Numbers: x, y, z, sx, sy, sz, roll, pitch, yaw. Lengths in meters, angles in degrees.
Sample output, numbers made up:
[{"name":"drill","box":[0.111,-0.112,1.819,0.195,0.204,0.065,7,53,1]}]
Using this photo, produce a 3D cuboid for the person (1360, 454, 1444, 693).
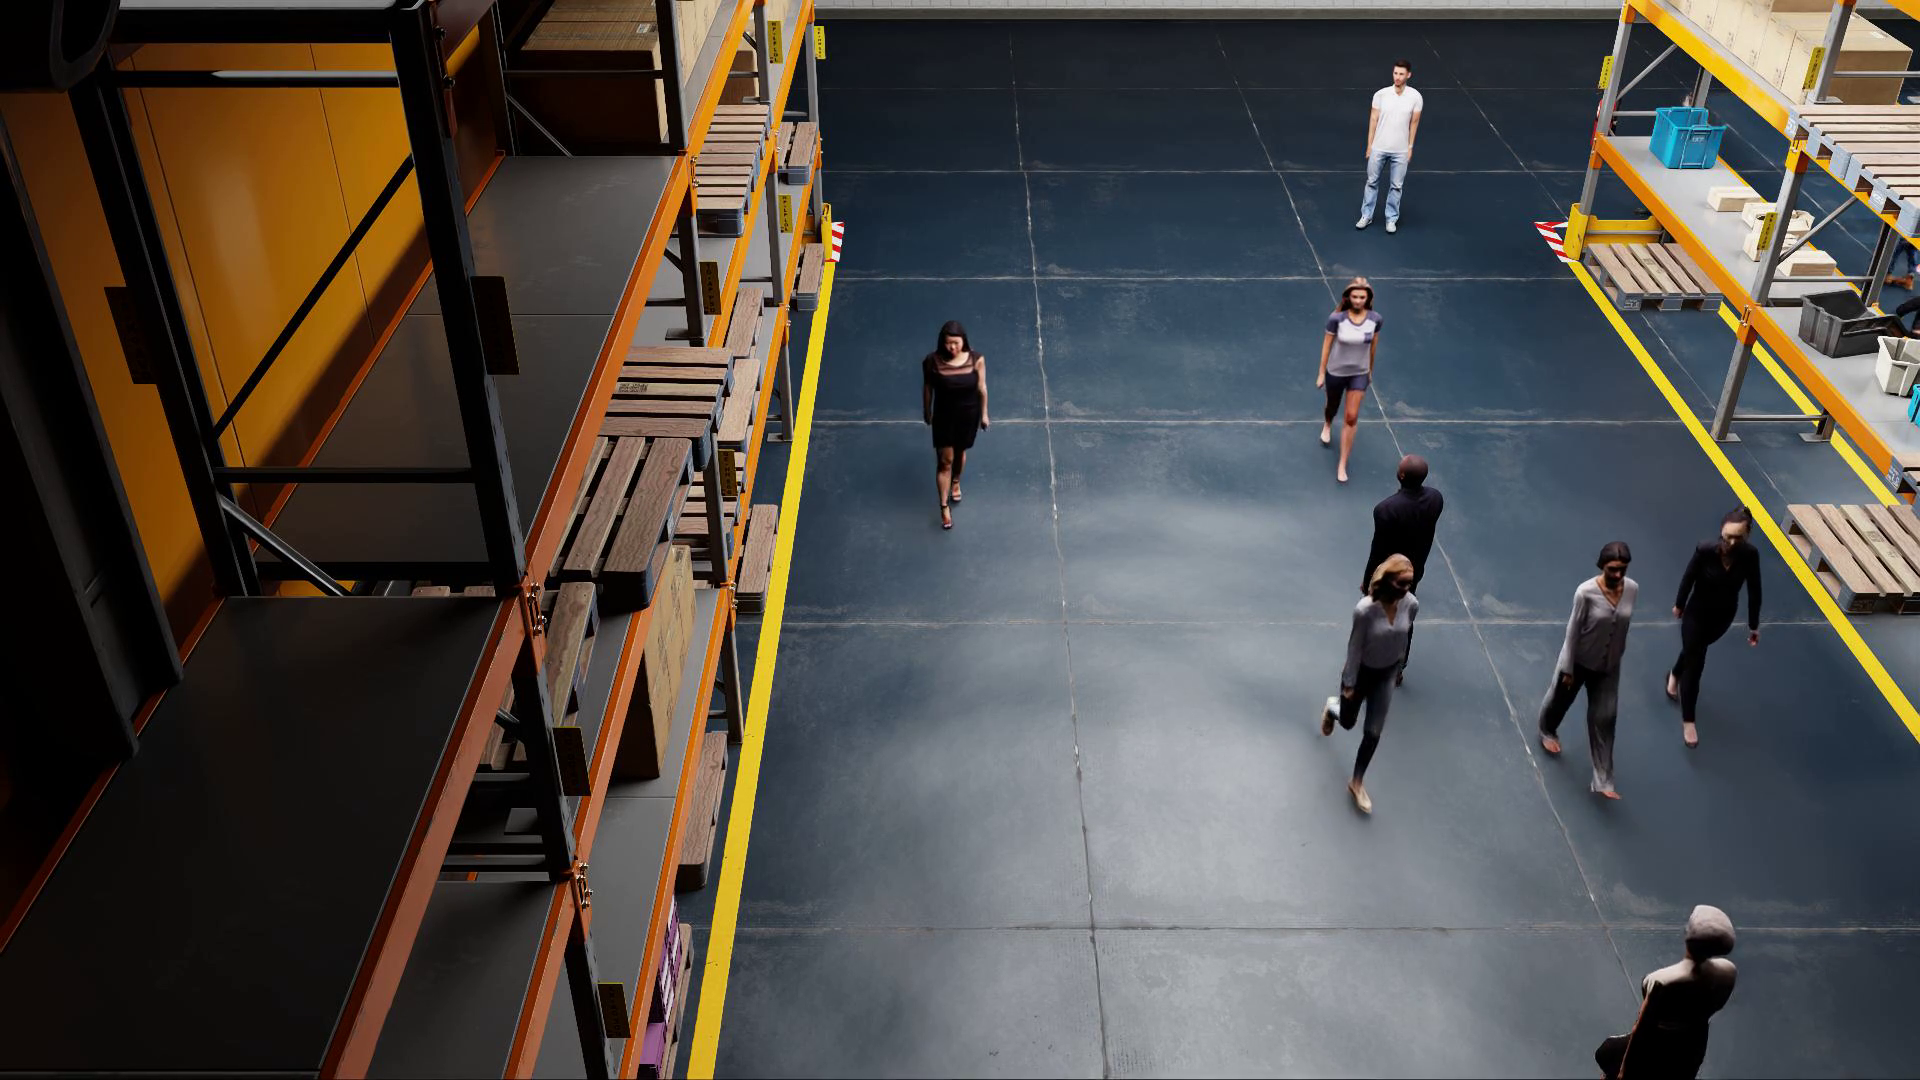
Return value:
[{"name":"person","box":[2.922,0.223,11.156,0.787,1.818,0.773,-16,37,-23]}]

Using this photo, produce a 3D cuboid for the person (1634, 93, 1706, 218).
[{"name":"person","box":[7.869,-4.093,17.975,0.703,1.459,0.713,4,34,6]}]

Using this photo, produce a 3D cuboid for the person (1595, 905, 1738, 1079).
[{"name":"person","box":[3.374,2.493,7.826,0.693,1.724,0.790,-6,34,-9]}]

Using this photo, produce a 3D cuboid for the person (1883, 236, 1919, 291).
[{"name":"person","box":[9.615,-3.088,16.661,0.689,1.239,0.758,-23,40,-31]}]

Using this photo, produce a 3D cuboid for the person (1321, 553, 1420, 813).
[{"name":"person","box":[2.509,0.801,10.332,0.736,1.769,1.065,-6,34,-9]}]

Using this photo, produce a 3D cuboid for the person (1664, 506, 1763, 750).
[{"name":"person","box":[4.885,0.471,10.922,0.659,1.664,1.035,1,34,2]}]

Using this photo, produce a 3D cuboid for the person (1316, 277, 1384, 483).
[{"name":"person","box":[3.181,-1.412,13.732,0.732,1.690,1.135,6,34,8]}]

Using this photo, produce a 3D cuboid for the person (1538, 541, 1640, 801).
[{"name":"person","box":[3.922,0.708,10.505,0.677,1.731,1.102,-4,34,-6]}]

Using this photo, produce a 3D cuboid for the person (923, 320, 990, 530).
[{"name":"person","box":[-0.049,-0.991,13.101,0.732,1.687,0.935,-6,34,-9]}]

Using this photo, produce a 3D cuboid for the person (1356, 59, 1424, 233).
[{"name":"person","box":[4.615,-4.226,17.808,0.744,1.864,0.690,12,35,17]}]
